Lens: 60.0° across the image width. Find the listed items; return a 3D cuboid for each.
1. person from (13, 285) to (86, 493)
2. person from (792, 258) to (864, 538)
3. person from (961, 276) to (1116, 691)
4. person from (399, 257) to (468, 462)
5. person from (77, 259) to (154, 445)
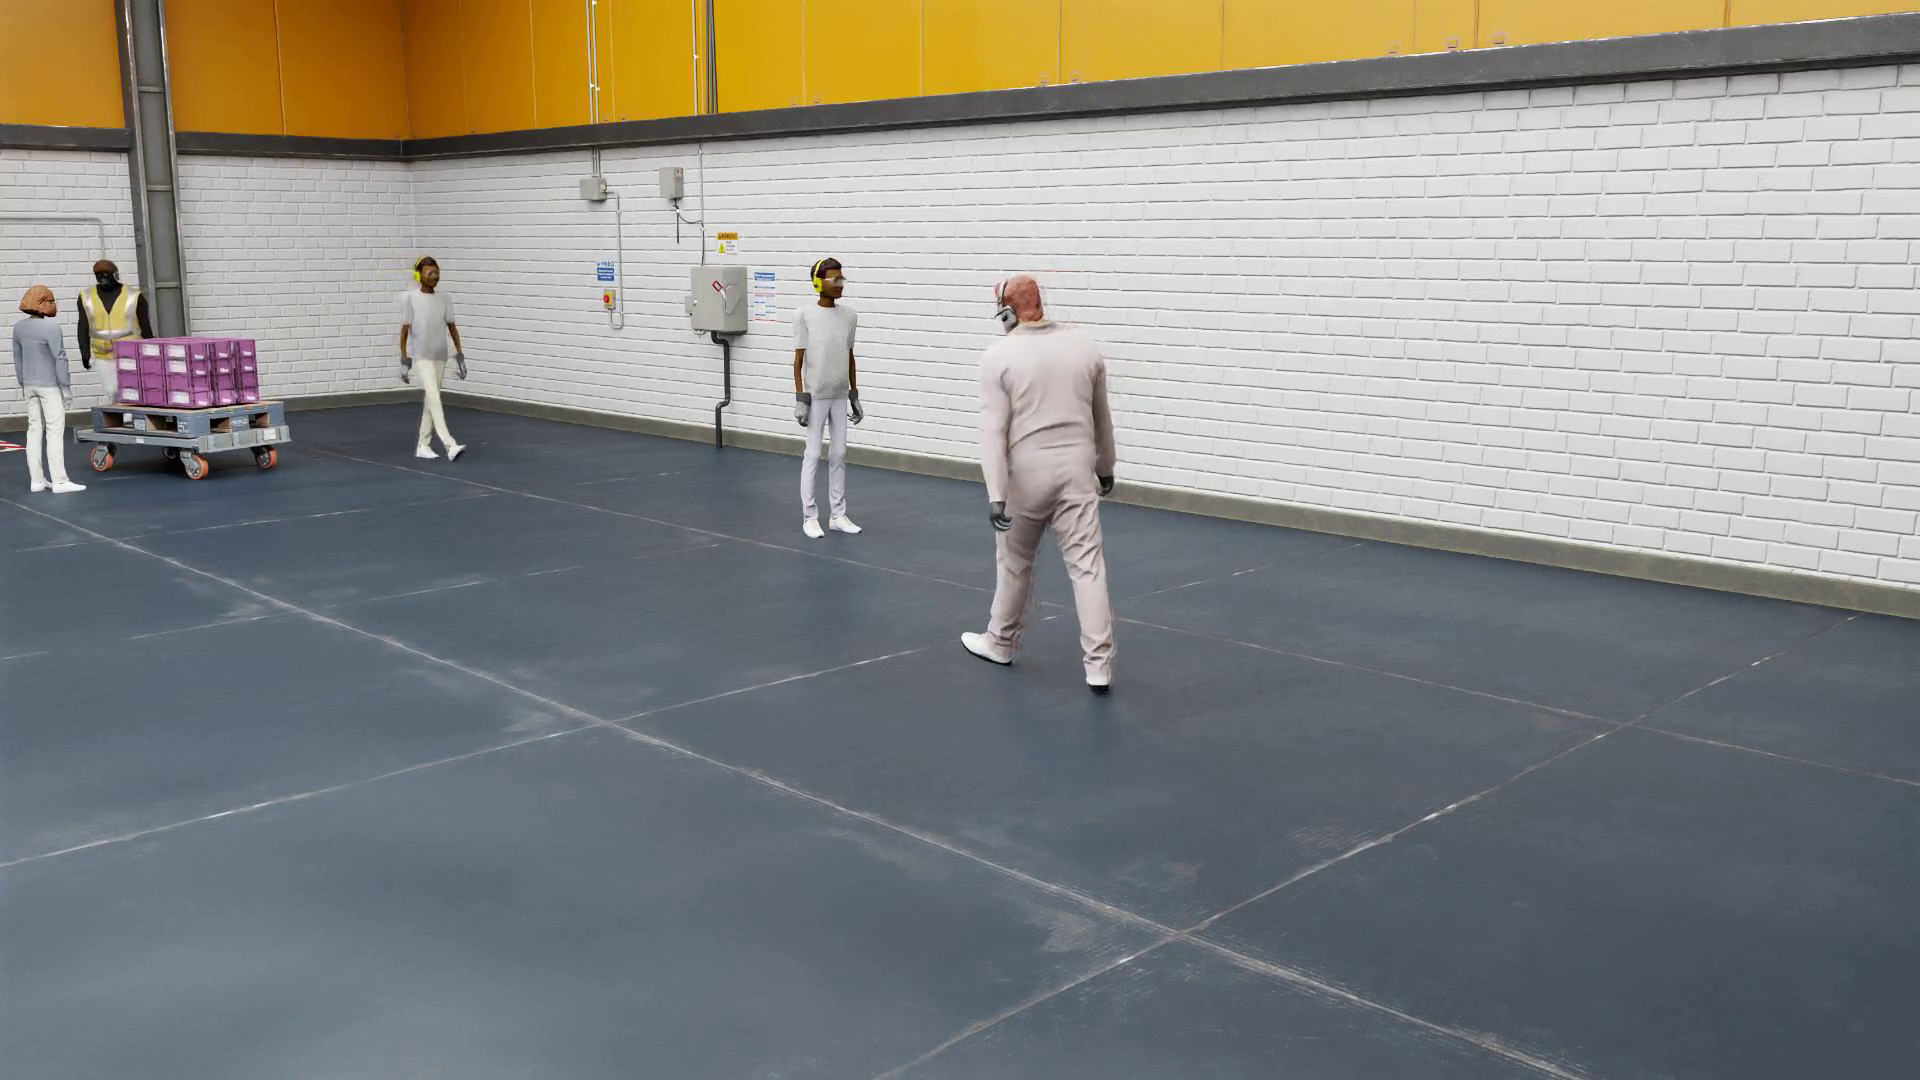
[{"bbox_3d":[-7.222,-1.188,13.131,0.506,1.632,0.268,4,11,22],"label":"person"},{"bbox_3d":[-0.884,-0.954,11.224,0.516,1.868,0.327,-8,13,-36],"label":"person"},{"bbox_3d":[0.422,-0.266,7.550,0.795,1.839,0.957,-4,11,-22],"label":"person"},{"bbox_3d":[-4.669,-1.602,14.876,0.941,1.818,0.555,9,14,40],"label":"person"},{"bbox_3d":[-8.278,-1.860,16.360,0.668,1.802,0.833,-3,11,-15],"label":"person"}]
